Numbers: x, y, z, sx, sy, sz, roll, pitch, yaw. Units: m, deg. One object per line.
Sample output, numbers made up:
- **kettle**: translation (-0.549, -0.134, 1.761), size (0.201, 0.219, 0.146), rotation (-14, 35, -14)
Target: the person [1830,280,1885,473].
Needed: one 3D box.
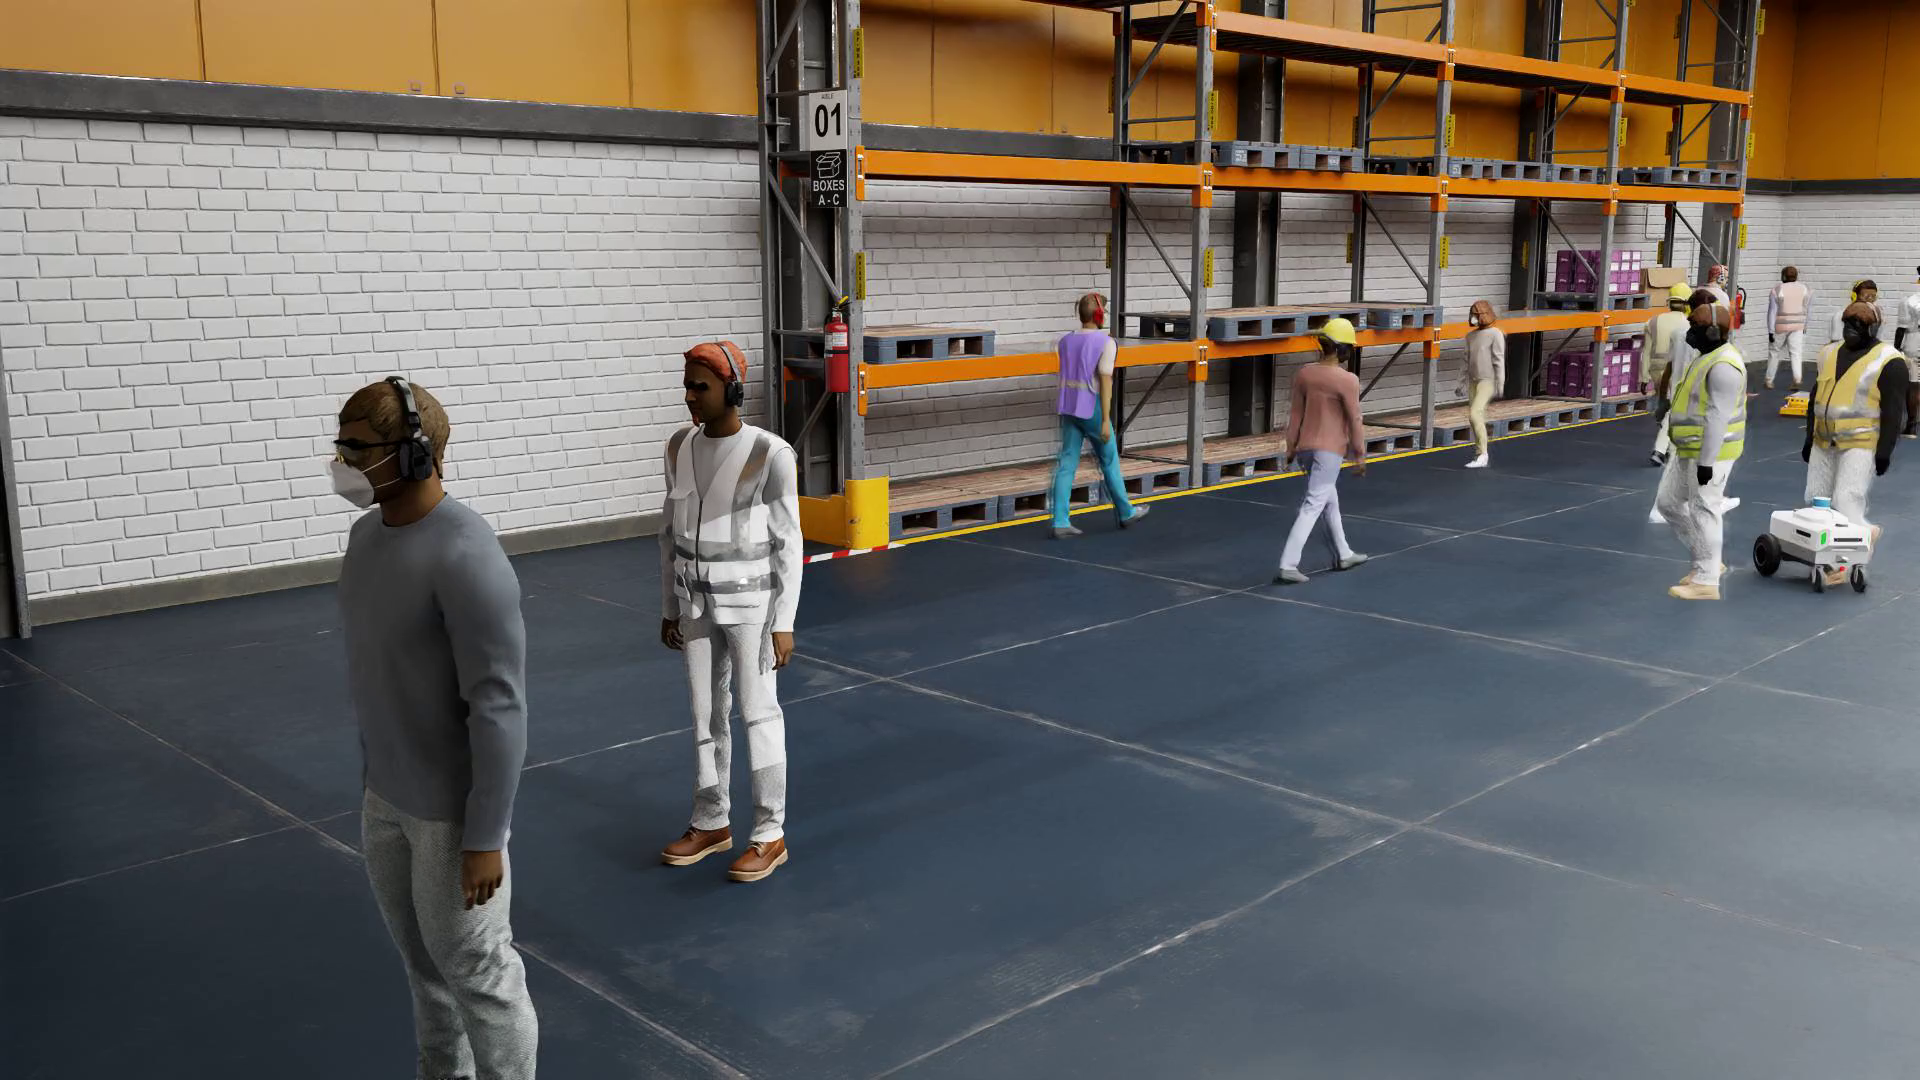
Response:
- **person**: translation (8.455, -1.531, 15.734), size (0.540, 1.812, 0.976), rotation (1, 10, 7)

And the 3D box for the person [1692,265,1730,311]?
- **person**: translation (9.031, -2.362, 20.056), size (0.393, 1.891, 0.637), rotation (-2, 11, -13)

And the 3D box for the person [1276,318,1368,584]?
- **person**: translation (2.392, -0.583, 10.826), size (0.928, 1.704, 0.533), rotation (-6, 12, -31)

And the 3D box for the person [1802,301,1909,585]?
- **person**: translation (5.783, -0.627, 10.750), size (0.616, 1.826, 0.641), rotation (-4, 11, -20)

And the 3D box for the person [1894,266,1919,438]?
- **person**: translation (10.676, -2.092, 18.415), size (0.618, 1.947, 0.484), rotation (1, 10, 4)

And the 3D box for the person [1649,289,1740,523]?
- **person**: translation (5.840, -1.047, 13.048), size (0.969, 1.811, 0.591), rotation (-2, 11, -13)

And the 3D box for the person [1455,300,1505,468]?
- **person**: translation (4.963, -1.481, 15.966), size (0.461, 1.618, 0.526), rotation (-4, 11, -20)

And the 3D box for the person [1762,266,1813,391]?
- **person**: translation (12.033, -3.074, 24.155), size (0.622, 1.807, 0.893), rotation (2, 11, 9)

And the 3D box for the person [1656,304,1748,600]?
- **person**: translation (4.571, -0.536, 10.248), size (0.450, 1.825, 0.656), rotation (2, 11, 12)

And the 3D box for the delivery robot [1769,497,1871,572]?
- **delivery robot**: translation (5.543, -0.034, 10.729), size (0.477, 0.478, 0.707), rotation (0, 10, -1)

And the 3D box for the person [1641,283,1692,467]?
- **person**: translation (6.980, -1.613, 16.280), size (0.607, 1.792, 0.942), rotation (9, 14, 41)

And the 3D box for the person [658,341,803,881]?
- **person**: translation (-0.814, 0.249, 5.813), size (0.585, 1.882, 0.337), rotation (6, 12, 31)

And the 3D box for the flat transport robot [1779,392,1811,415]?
- **flat transport robot**: translation (10.818, -1.716, 20.933), size (0.652, 0.197, 1.431), rotation (7, 13, 35)

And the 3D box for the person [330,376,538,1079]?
- **person**: translation (-1.193, 0.597, 3.768), size (0.369, 1.938, 0.630), rotation (-9, 14, -41)

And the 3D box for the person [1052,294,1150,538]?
- **person**: translation (1.022, -0.932, 12.455), size (0.956, 1.798, 0.598), rotation (-10, 14, -42)
